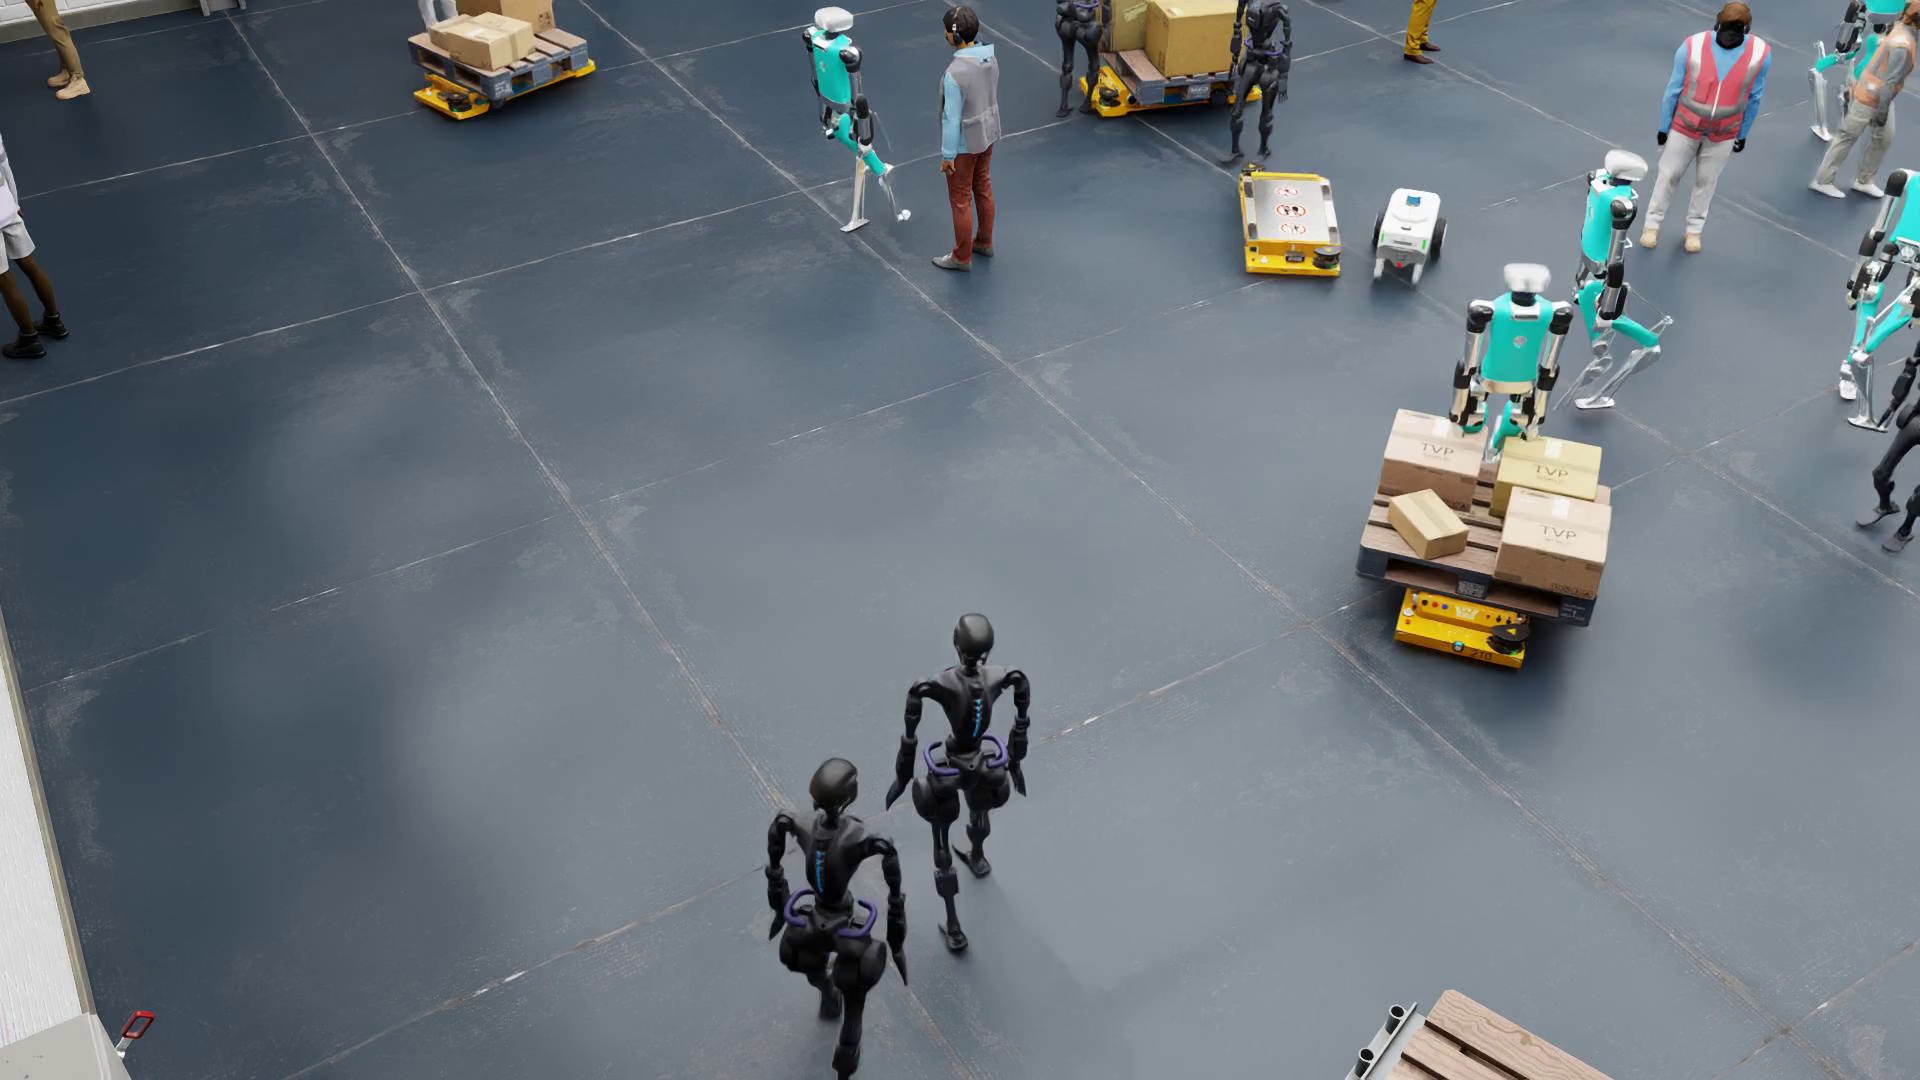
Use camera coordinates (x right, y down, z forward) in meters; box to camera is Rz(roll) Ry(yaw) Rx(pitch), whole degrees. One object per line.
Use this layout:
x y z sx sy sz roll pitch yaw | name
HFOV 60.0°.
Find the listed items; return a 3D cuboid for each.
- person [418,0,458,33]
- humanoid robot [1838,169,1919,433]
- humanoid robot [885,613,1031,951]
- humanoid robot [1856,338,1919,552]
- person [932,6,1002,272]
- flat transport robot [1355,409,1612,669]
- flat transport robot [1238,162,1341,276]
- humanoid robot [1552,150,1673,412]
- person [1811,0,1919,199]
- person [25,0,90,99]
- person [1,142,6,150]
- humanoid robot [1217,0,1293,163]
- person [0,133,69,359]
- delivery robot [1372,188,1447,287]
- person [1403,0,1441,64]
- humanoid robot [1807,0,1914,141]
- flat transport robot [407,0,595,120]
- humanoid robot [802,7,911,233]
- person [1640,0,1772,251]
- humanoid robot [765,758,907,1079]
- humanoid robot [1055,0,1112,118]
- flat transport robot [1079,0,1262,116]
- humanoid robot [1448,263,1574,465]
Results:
-4.692 -5.211 14.579 0.692 1.867 0.482 -23 44 -27 | person
5.500 -1.384 9.896 0.579 1.736 0.992 28 46 31 | humanoid robot
-0.019 0.962 6.972 0.623 1.640 0.624 -11 40 -13 | humanoid robot
5.297 -0.642 8.979 0.342 1.649 0.601 -19 42 -22 | humanoid robot
0.065 -2.738 11.457 0.417 1.872 0.535 22 43 25 | person
2.837 0.123 9.137 0.659 0.231 1.431 13 40 16 | flat transport robot
2.421 -2.376 12.290 0.659 0.231 1.431 3 39 4 | flat transport robot
3.992 -1.459 9.989 0.755 1.844 0.547 -1 38 -1 | humanoid robot
6.840 -3.251 12.308 0.612 1.604 0.511 26 45 29 | person
-7.685 -4.588 13.873 0.366 1.766 0.525 -21 43 -25 | person
-7.886 -3.893 12.933 0.392 1.847 0.563 -20 43 -24 | person
2.324 -3.658 12.788 0.445 1.639 0.605 -29 47 -32 | humanoid robot
-6.177 -2.050 10.537 0.357 1.939 0.542 10 39 12 | person
3.193 -2.203 11.851 0.499 0.606 0.796 13 40 15 | delivery robot
4.154 -5.049 14.475 0.344 1.750 0.528 14 41 17 | person
7.078 -3.965 13.173 0.538 1.864 0.704 -5 39 -7 | humanoid robot
-3.925 -4.002 14.342 0.659 0.231 1.431 29 47 31 | flat transport robot
-0.655 -2.972 11.934 0.872 1.861 0.556 -30 47 -32 | humanoid robot
5.225 -2.893 11.690 0.629 1.834 0.434 12 40 15 | person
-0.471 1.484 6.327 0.587 1.629 0.731 10 40 13 | humanoid robot
0.993 -4.264 13.541 0.588 1.649 0.423 29 47 32 | humanoid robot
1.797 -3.896 14.208 1.431 0.231 0.659 -9 39 -11 | flat transport robot
2.920 -0.824 9.216 0.531 1.839 0.875 3 38 3 | humanoid robot
